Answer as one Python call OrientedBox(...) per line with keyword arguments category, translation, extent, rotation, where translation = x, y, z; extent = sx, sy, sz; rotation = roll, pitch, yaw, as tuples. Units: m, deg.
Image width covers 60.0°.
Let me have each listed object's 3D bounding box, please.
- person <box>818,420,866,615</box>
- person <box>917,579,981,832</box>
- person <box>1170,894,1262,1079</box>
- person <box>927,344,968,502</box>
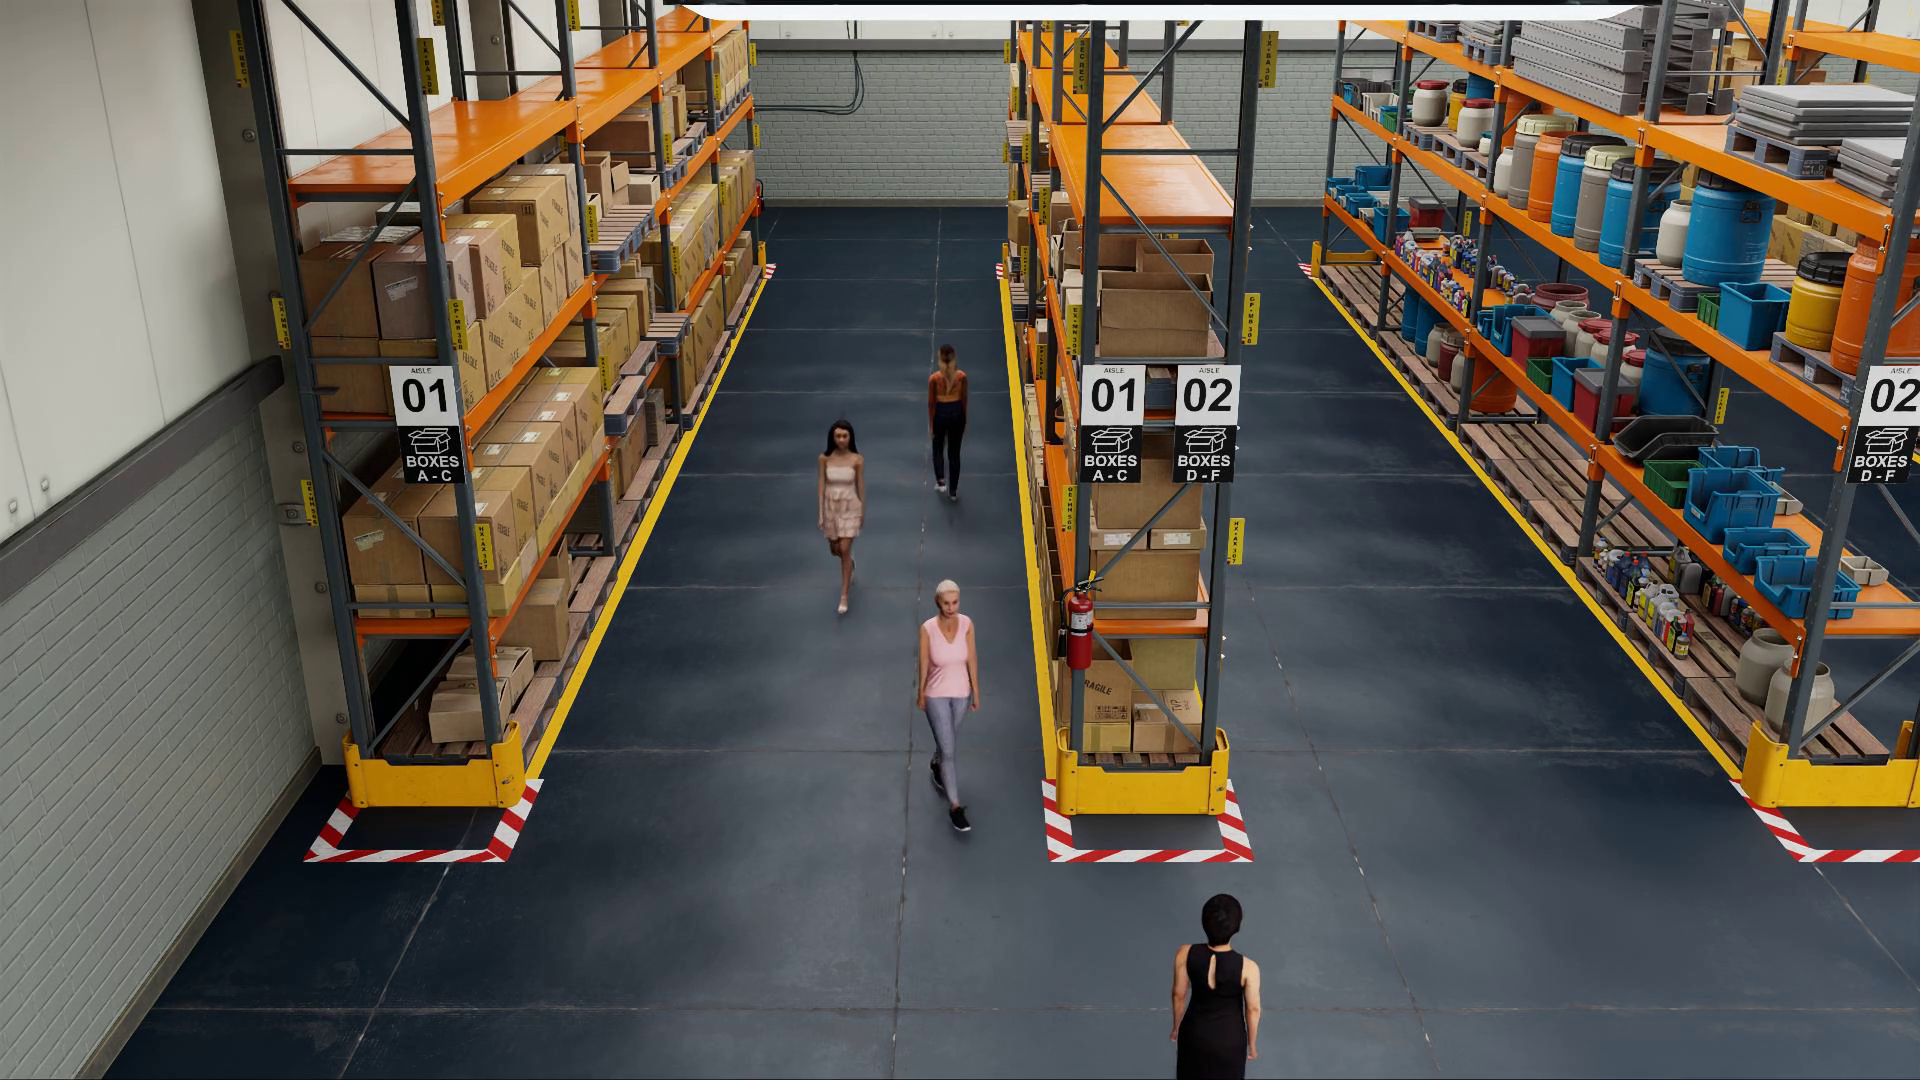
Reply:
OrientedBox(category="person", translation=(-1.016, -0.240, 14.509), extent=(0.653, 1.720, 0.947), rotation=(3, 22, 7))
OrientedBox(category="person", translation=(-0.106, 1.044, 11.417), extent=(0.828, 1.684, 1.178), rotation=(-8, 23, -18))
OrientedBox(category="person", translation=(1.228, 2.439, 8.113), extent=(0.650, 1.603, 0.632), rotation=(8, 24, 19))
OrientedBox(category="person", translation=(-0.102, -1.164, 16.910), extent=(0.622, 1.612, 0.650), rotation=(-3, 22, -7))
